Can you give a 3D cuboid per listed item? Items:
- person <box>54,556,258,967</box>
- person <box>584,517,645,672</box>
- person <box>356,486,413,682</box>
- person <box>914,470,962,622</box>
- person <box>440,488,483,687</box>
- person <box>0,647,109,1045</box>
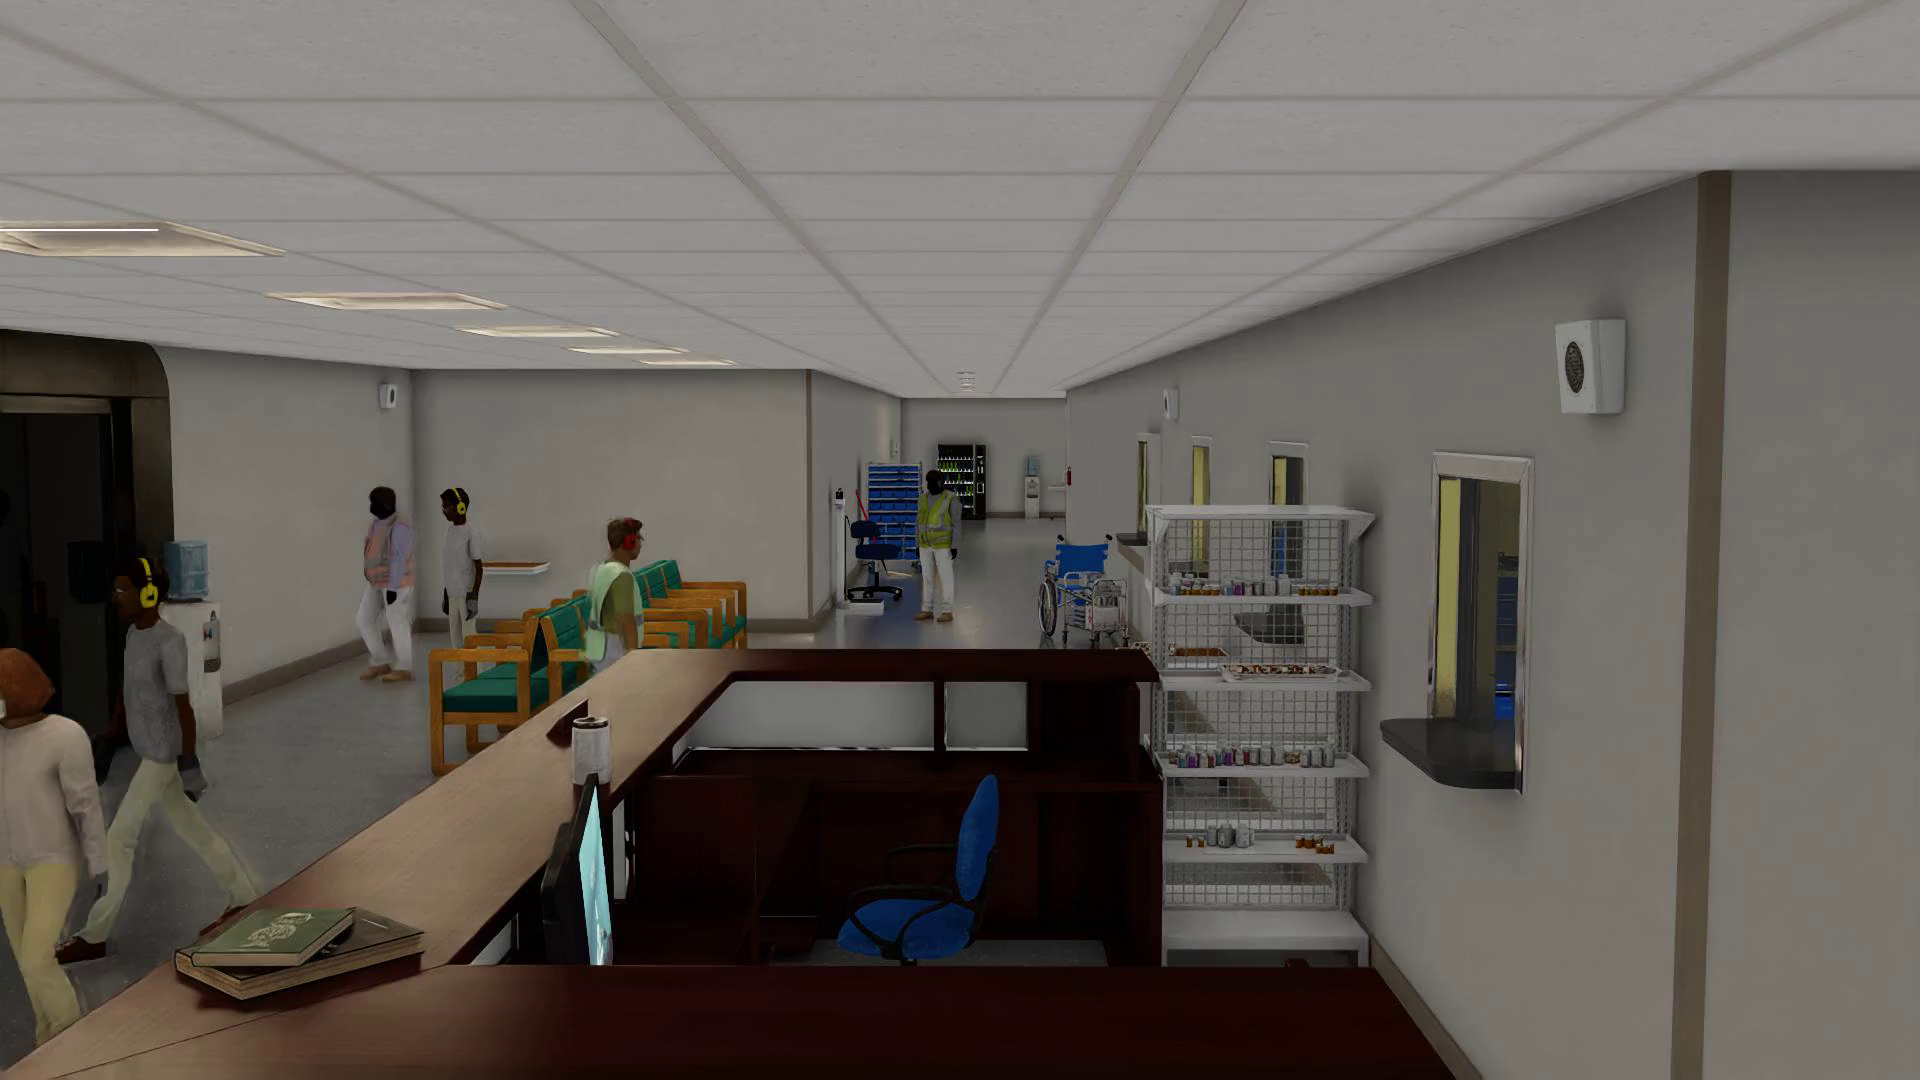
[{"bbox_3d":[-3.674,0.975,7.592,1.002,1.822,0.504,-3,5,-36],"label":"person"},{"bbox_3d":[-2.177,0.769,10.428,0.488,1.822,0.602,-1,4,-17],"label":"person"},{"bbox_3d":[-5.342,0.416,15.355,0.579,1.820,0.651,-4,6,-44],"label":"person"},{"bbox_3d":[-0.293,0.070,20.086,0.633,1.841,0.429,3,5,35],"label":"person"},{"bbox_3d":[-4.238,0.485,14.096,0.521,1.865,0.327,4,6,44],"label":"person"},{"bbox_3d":[-3.339,1.185,5.965,0.526,1.611,0.417,1,4,13],"label":"person"}]
